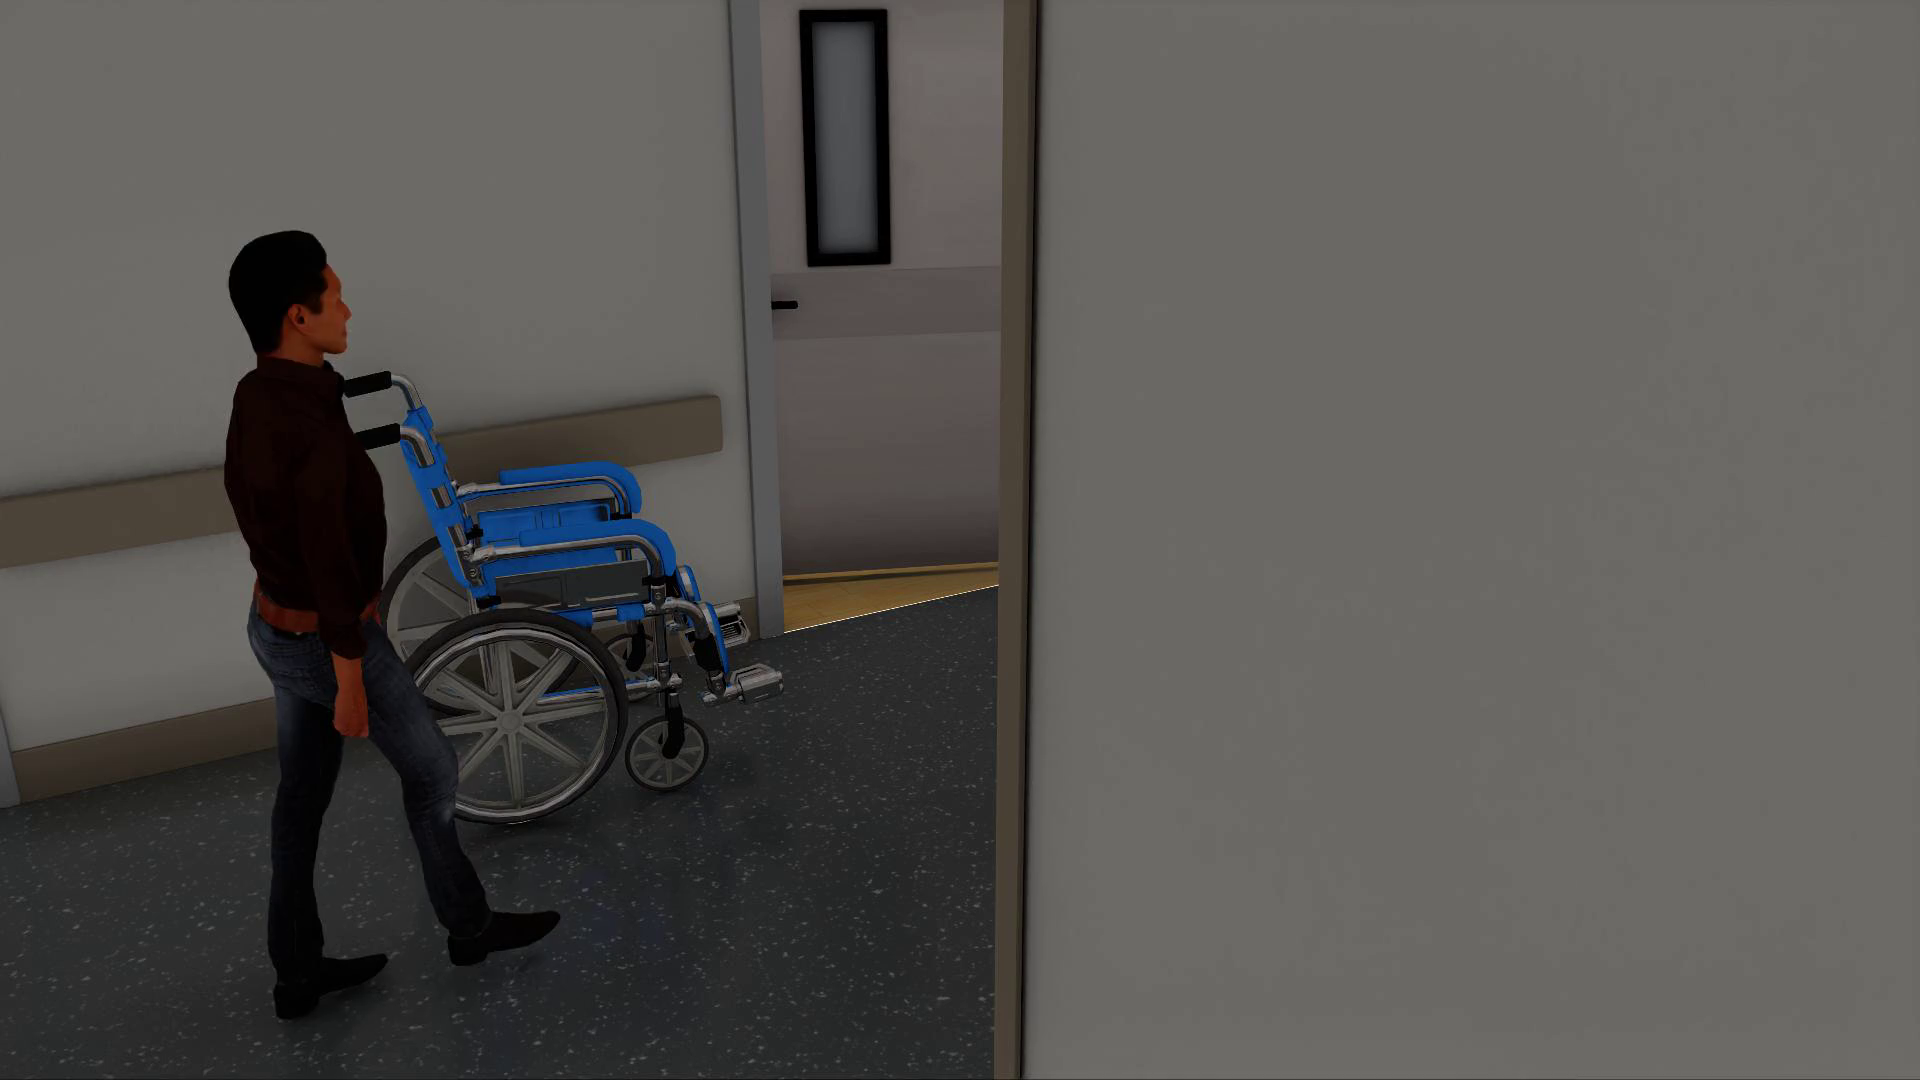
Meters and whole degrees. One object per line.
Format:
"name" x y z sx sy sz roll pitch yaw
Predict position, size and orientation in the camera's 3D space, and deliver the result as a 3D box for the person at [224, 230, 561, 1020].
"person" -1.445 0.249 3.553 0.900 1.759 0.738 -16 26 -35
